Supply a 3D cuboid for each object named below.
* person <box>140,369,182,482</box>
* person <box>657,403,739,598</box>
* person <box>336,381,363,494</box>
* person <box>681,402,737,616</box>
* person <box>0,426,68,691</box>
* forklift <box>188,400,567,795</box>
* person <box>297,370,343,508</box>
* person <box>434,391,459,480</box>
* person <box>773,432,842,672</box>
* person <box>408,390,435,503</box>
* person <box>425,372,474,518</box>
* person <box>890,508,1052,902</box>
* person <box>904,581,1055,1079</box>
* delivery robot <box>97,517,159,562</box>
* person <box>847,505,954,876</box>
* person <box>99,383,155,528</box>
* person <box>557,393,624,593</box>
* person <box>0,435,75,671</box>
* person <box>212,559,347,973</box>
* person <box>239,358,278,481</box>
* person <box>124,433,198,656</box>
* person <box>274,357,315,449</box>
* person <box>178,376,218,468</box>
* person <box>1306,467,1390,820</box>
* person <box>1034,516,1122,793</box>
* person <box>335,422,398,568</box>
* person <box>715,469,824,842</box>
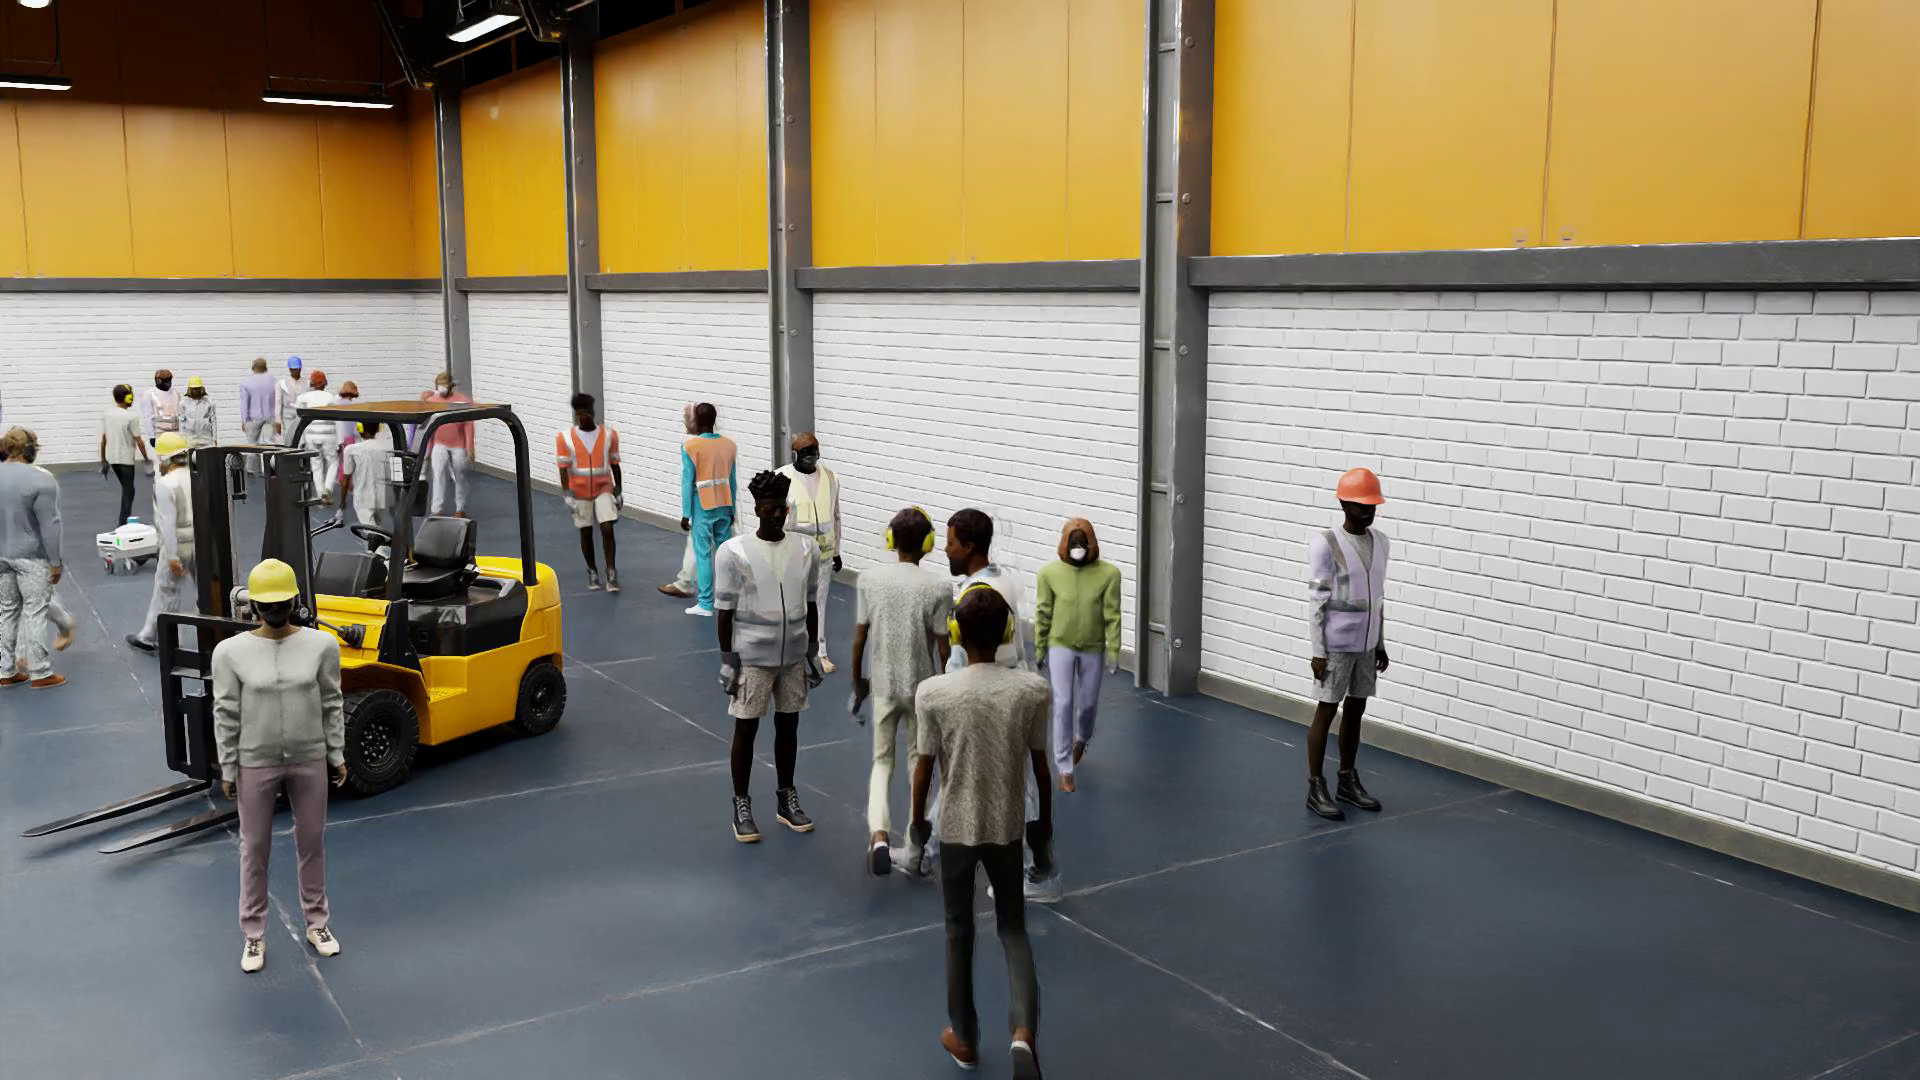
[{"bbox_3d":[-11.061,-1.465,23.195,0.429,1.837,0.631,4,9,26],"label":"person"},{"bbox_3d":[-2.335,-0.365,15.756,1.015,1.859,0.691,0,8,-3],"label":"person"},{"bbox_3d":[-8.776,-1.472,23.904,0.330,1.626,0.573,-7,11,-40],"label":"person"},{"bbox_3d":[-2.235,-0.277,14.943,0.392,1.909,0.585,7,11,41],"label":"person"},{"bbox_3d":[-6.796,0.138,12.061,0.652,1.929,0.398,2,9,10],"label":"person"},{"bbox_3d":[-3.529,0.258,10.348,1.214,2.155,2.313,4,9,25],"label":"forklift"},{"bbox_3d":[-8.564,-1.348,22.293,0.579,1.865,0.449,-1,9,-8],"label":"person"},{"bbox_3d":[-7.889,-1.713,25.507,0.515,1.636,0.315,-5,10,-30],"label":"person"},{"bbox_3d":[-1.162,0.106,12.560,0.624,1.844,0.430,-5,10,-30],"label":"person"},{"bbox_3d":[-6.931,-1.149,21.717,0.535,1.619,0.555,-2,9,-16],"label":"person"},{"bbox_3d":[-6.398,-1.146,20.816,0.645,1.886,0.990,-1,8,-5],"label":"person"},{"bbox_3d":[-0.002,0.785,7.870,0.987,1.866,0.607,2,9,13],"label":"person"},{"bbox_3d":[0.076,1.079,6.004,0.547,1.845,0.695,-2,9,-11],"label":"person"},{"bbox_3d":[-8.562,0.006,17.235,0.477,0.478,0.707,3,9,21],"label":"delivery robot"},{"bbox_3d":[-0.310,0.765,8.113,0.554,1.844,0.570,1,9,9],"label":"person"},{"bbox_3d":[-9.547,-0.874,19.144,0.543,1.849,0.619,3,9,20],"label":"person"},{"bbox_3d":[-3.523,-0.439,15.930,0.617,1.924,0.859,-2,9,-15],"label":"person"},{"bbox_3d":[-7.210,0.089,12.781,0.637,1.818,0.629,0,8,0],"label":"person"},{"bbox_3d":[-2.894,0.950,7.124,0.526,1.768,0.331,-5,10,-30],"label":"person"},{"bbox_3d":[-10.802,-1.855,25.642,0.634,1.880,1.017,-7,11,-38],"label":"person"},{"bbox_3d":[-6.180,0.048,13.115,0.926,1.783,0.590,3,9,18],"label":"person"},{"bbox_3d":[-10.054,-1.808,25.218,0.620,1.924,0.495,-6,10,-33],"label":"person"},{"bbox_3d":[-10.532,-1.398,23.021,0.488,1.743,0.317,-5,10,-30],"label":"person"},{"bbox_3d":[2.162,0.562,9.165,0.547,1.937,0.379,-5,10,-30],"label":"person"},{"bbox_3d":[0.690,0.631,9.813,0.509,1.603,0.639,0,8,1],"label":"person"},{"bbox_3d":[-5.439,-0.301,15.383,0.998,1.829,0.519,7,11,38],"label":"person"},{"bbox_3d":[-1.000,0.599,8.817,0.609,1.965,0.369,-5,10,-30],"label":"person"}]
